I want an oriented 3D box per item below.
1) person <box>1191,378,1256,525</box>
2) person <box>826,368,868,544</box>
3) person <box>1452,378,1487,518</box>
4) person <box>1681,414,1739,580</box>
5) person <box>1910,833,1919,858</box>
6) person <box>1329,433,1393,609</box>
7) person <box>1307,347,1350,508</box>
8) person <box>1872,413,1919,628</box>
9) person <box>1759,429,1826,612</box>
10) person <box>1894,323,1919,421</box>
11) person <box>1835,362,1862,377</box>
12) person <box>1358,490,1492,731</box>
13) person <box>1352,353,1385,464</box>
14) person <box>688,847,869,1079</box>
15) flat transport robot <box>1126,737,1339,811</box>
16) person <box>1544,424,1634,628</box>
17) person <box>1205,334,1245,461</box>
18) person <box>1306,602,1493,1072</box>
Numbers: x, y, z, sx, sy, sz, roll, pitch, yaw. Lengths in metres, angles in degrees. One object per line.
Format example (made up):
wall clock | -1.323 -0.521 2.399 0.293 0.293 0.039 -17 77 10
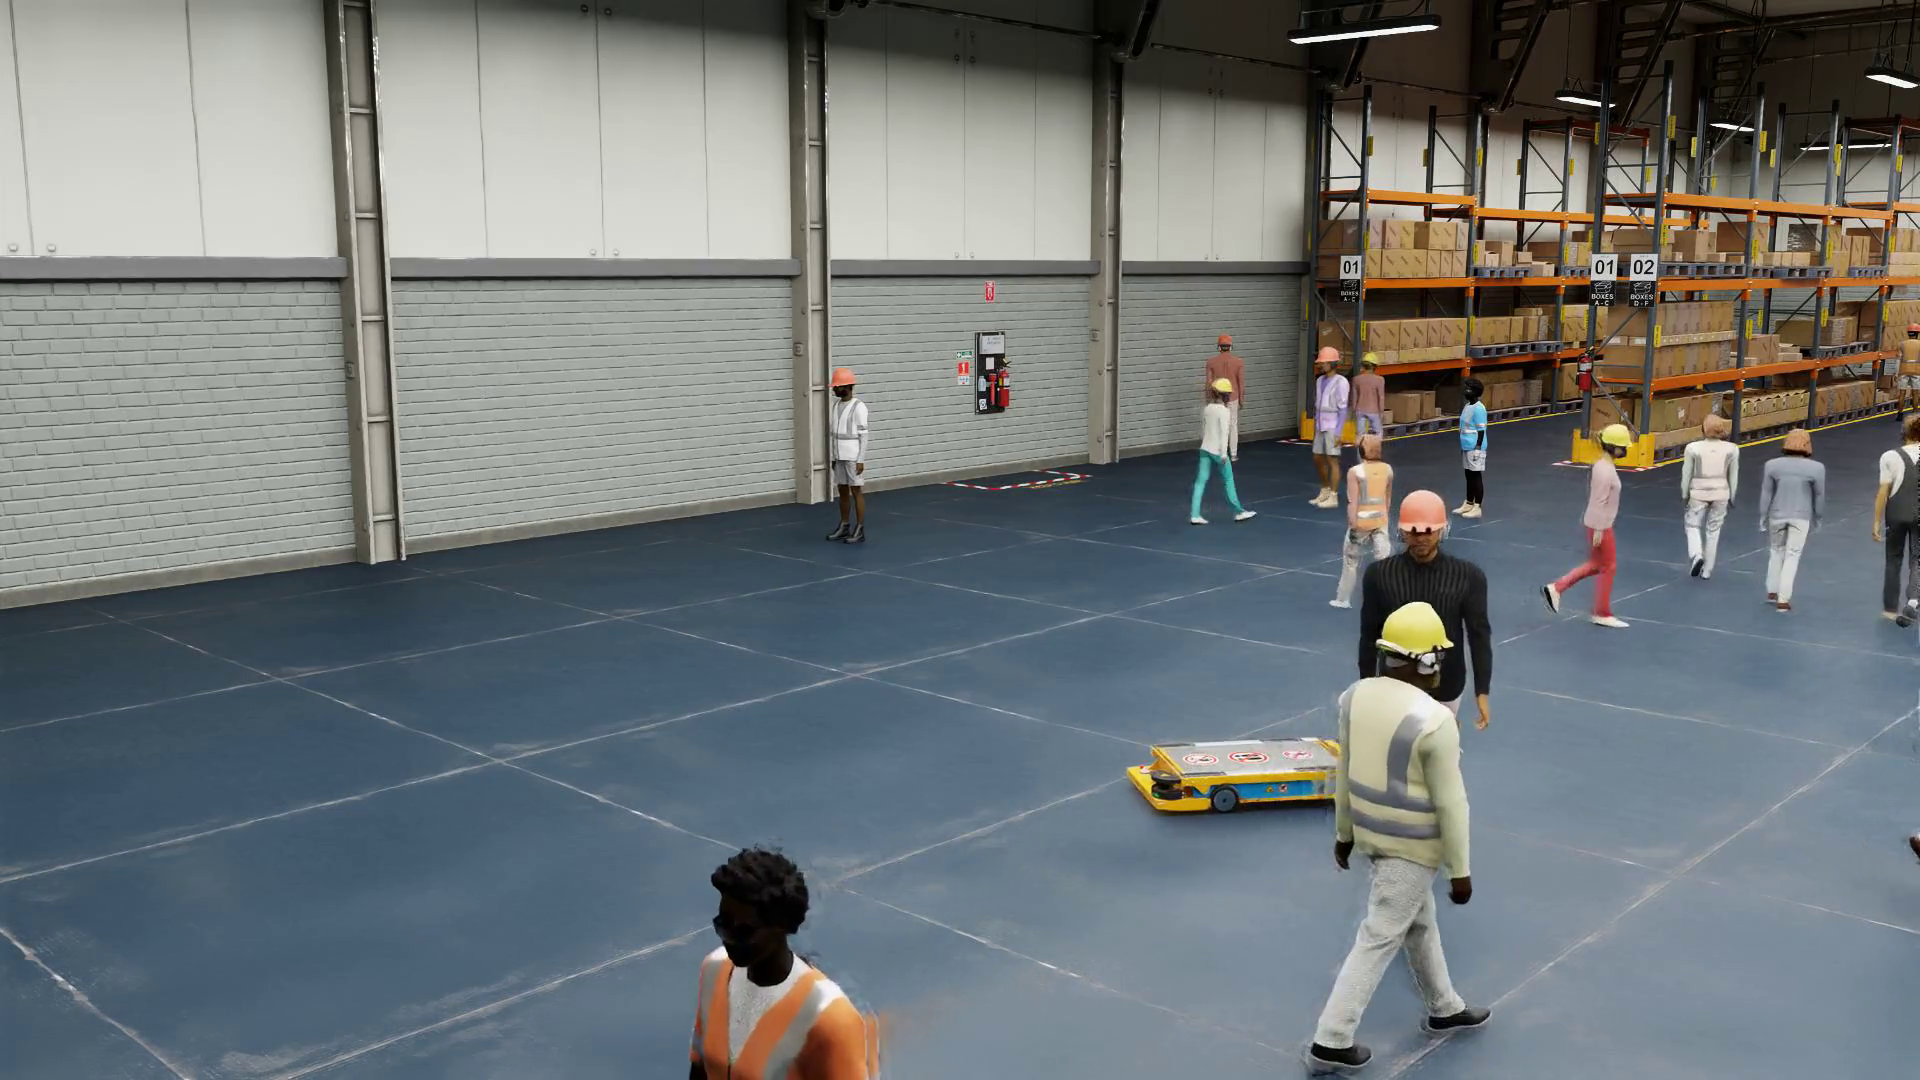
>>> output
person | 3.094 -1.038 19.628 0.892 1.716 0.548 -5 10 -26
person | -1.247 -0.924 18.309 0.376 1.934 0.547 -8 12 -41
person | 6.221 -1.116 20.198 0.322 1.697 0.532 0 9 -1
person | 7.239 -0.402 16.065 0.520 1.626 0.438 2 10 14
person | 4.686 0.840 7.668 0.664 1.895 0.492 -4 10 -23
person | 3.589 -0.133 14.509 0.520 1.602 0.855 -4 10 -24
person | 4.644 -1.418 21.000 0.384 2.042 0.629 -4 10 -24
person | 7.996 -0.156 13.988 0.540 1.823 0.763 4 10 25
person | 7.401 -0.185 14.784 0.493 1.608 0.627 8 12 41
person | 18.701 -3.289 32.739 0.542 1.930 0.375 5 11 28
person | 20.314 -4.105 37.873 0.997 1.874 0.559 -5 11 -29
person | 2.285 0.727 8.197 0.632 1.939 1.006 2 10 13
person | 6.123 -1.913 24.862 0.546 1.751 0.450 8 12 39
person | -0.516 1.559 3.977 0.717 1.672 0.540 -8 12 -41
flat transport robot | 1.735 1.337 9.585 1.431 0.197 0.652 -2 9 -9
person | 5.337 -0.126 14.023 0.610 1.737 0.543 3 10 18
person | 4.142 -2.221 26.025 0.612 1.997 0.376 0 9 3
person | 1.688 1.120 6.318 0.914 1.788 0.607 -4 10 -21
